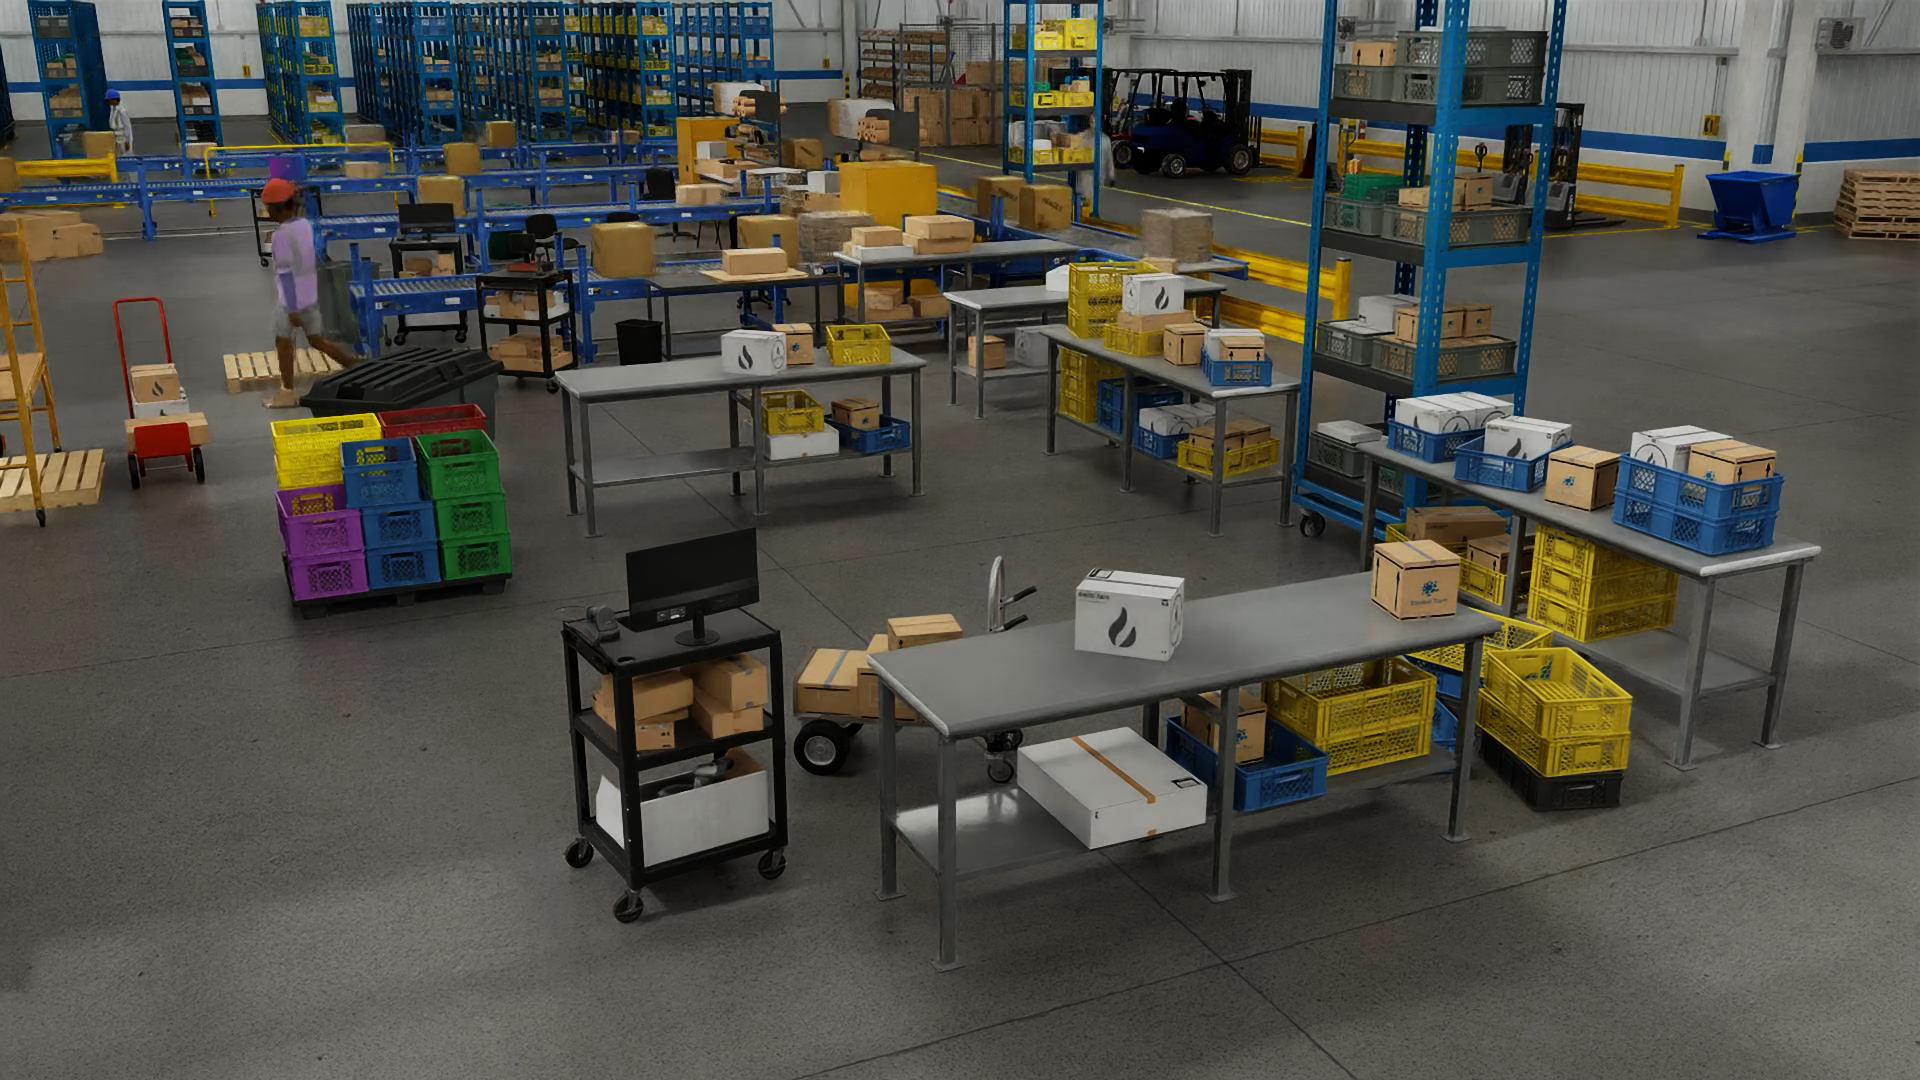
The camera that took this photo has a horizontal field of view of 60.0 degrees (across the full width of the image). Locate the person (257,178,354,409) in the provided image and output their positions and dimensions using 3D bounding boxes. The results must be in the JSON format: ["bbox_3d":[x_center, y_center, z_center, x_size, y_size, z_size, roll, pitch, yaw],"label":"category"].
[{"bbox_3d":[-5.676,-2.122,14.442,0.907,2.015,0.618,2,18,7],"label":"person"}]

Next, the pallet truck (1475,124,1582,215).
[{"bbox_3d":[9.707,-6.455,28.103,1.885,1.965,0.823,-7,19,-20],"label":"pallet truck"}]

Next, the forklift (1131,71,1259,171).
[{"bbox_3d":[4.998,-8.936,35.413,2.680,1.987,1.157,-9,20,-25],"label":"forklift"}]

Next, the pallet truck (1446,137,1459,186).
[{"bbox_3d":[9.184,-6.485,29.328,1.630,1.274,0.653,-8,19,-23],"label":"pallet truck"}]

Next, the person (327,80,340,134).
[{"bbox_3d":[-16.715,-11.543,44.375,0.390,1.846,0.565,-2,18,-7],"label":"person"}]

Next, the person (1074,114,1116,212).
[{"bbox_3d":[2.110,-5.543,25.424,0.679,1.868,0.905,-10,20,-30],"label":"person"}]

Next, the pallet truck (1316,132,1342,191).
[{"bbox_3d":[7.723,-7.504,32.656,1.601,1.201,0.680,-8,19,-23],"label":"pallet truck"}]

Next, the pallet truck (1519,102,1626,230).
[{"bbox_3d":[9.972,-6.037,26.785,1.885,1.965,0.823,-9,20,-25],"label":"pallet truck"}]

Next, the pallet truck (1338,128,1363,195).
[{"bbox_3d":[7.845,-7.140,31.411,1.522,1.261,0.704,-9,20,-25],"label":"pallet truck"}]

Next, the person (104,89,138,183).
[{"bbox_3d":[-16.277,-7.762,32.307,0.402,1.943,0.605,-17,24,-42],"label":"person"}]

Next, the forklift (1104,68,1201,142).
[{"bbox_3d":[4.082,-9.564,37.410,2.680,1.987,1.157,-8,19,-23],"label":"forklift"}]
